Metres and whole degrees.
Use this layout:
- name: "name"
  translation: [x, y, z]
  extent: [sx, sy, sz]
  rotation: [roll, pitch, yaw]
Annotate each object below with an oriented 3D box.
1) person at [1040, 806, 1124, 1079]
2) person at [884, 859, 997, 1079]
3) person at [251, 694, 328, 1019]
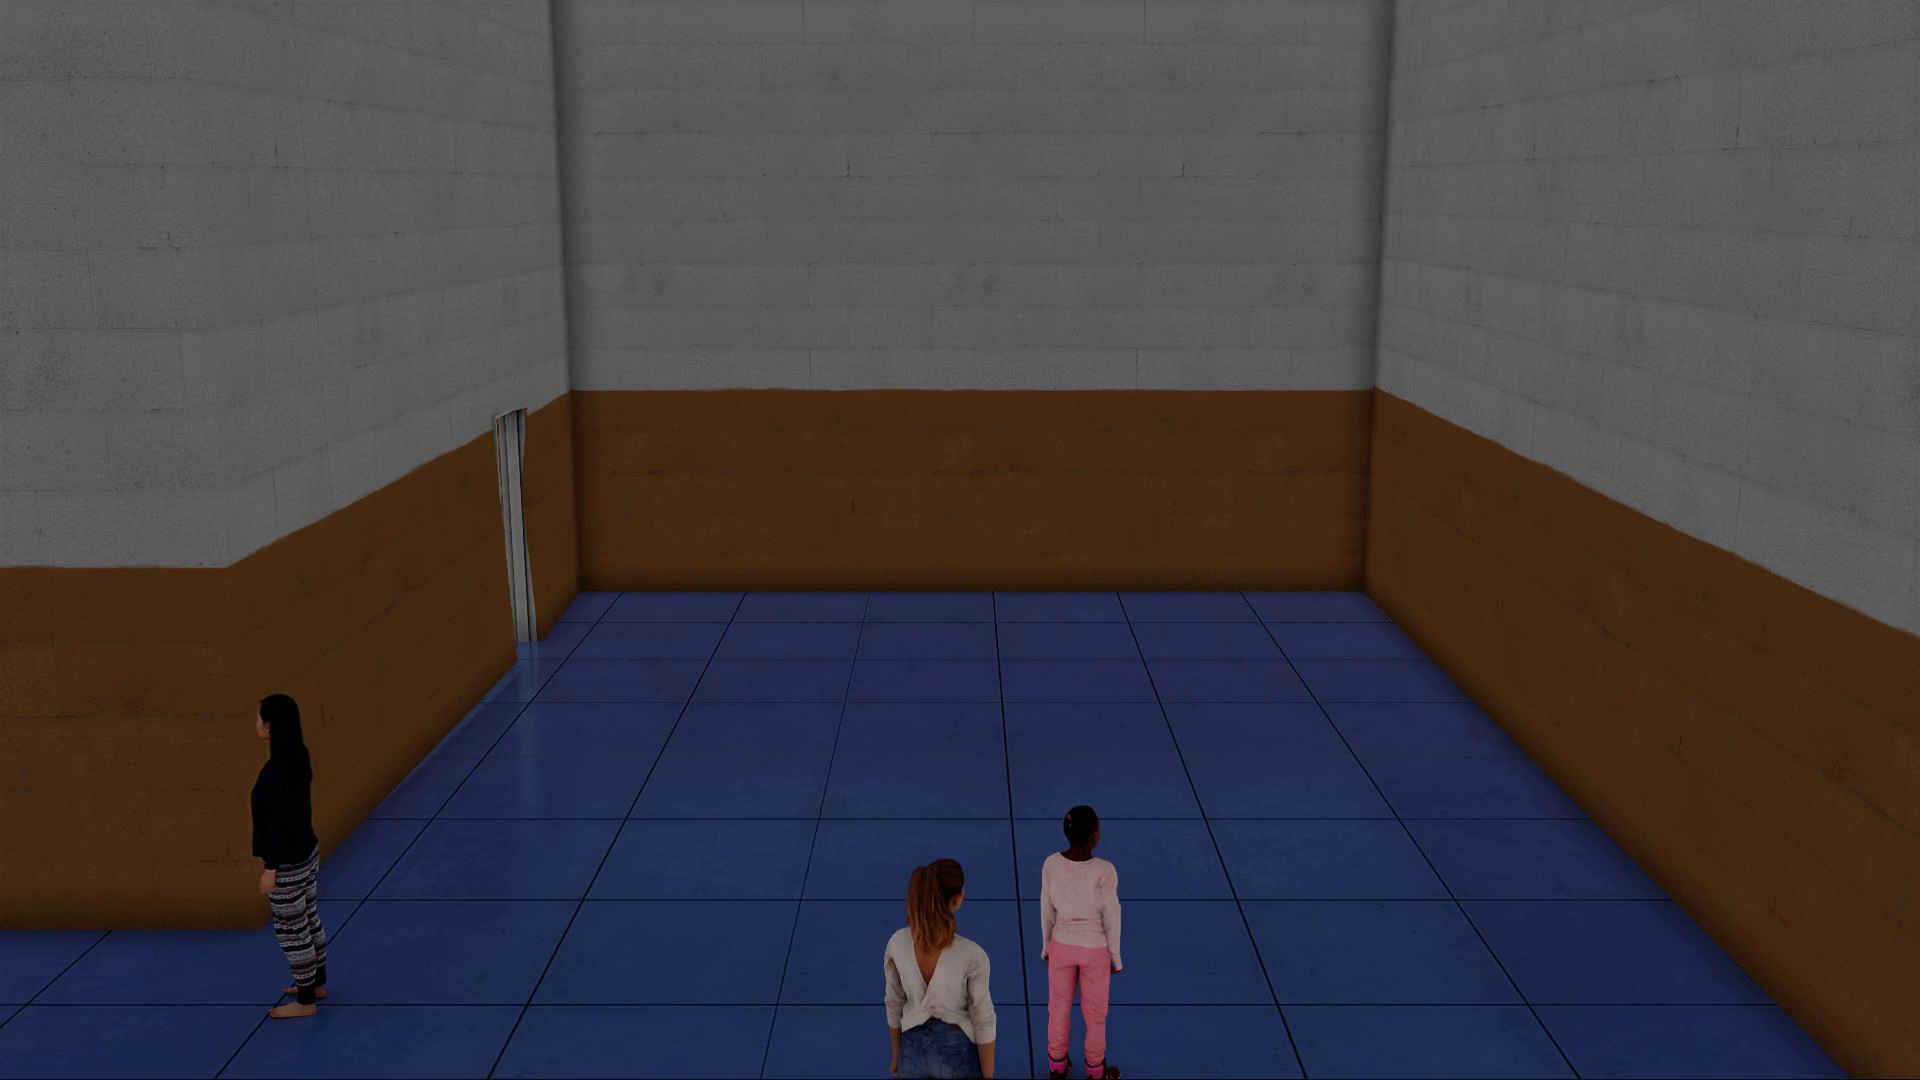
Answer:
- name: "person"
  translation: [0.571, 1.929, 7.923]
  extent: [0.544, 1.445, 0.679]
  rotation: [5, 13, 22]
- name: "person"
  translation: [-0.082, 2.075, 6.564]
  extent: [0.600, 1.719, 0.743]
  rotation: [5, 13, 24]
- name: "person"
  translation: [-3.483, 1.627, 8.656]
  extent: [0.509, 1.735, 0.600]
  rotation: [0, 12, -1]
